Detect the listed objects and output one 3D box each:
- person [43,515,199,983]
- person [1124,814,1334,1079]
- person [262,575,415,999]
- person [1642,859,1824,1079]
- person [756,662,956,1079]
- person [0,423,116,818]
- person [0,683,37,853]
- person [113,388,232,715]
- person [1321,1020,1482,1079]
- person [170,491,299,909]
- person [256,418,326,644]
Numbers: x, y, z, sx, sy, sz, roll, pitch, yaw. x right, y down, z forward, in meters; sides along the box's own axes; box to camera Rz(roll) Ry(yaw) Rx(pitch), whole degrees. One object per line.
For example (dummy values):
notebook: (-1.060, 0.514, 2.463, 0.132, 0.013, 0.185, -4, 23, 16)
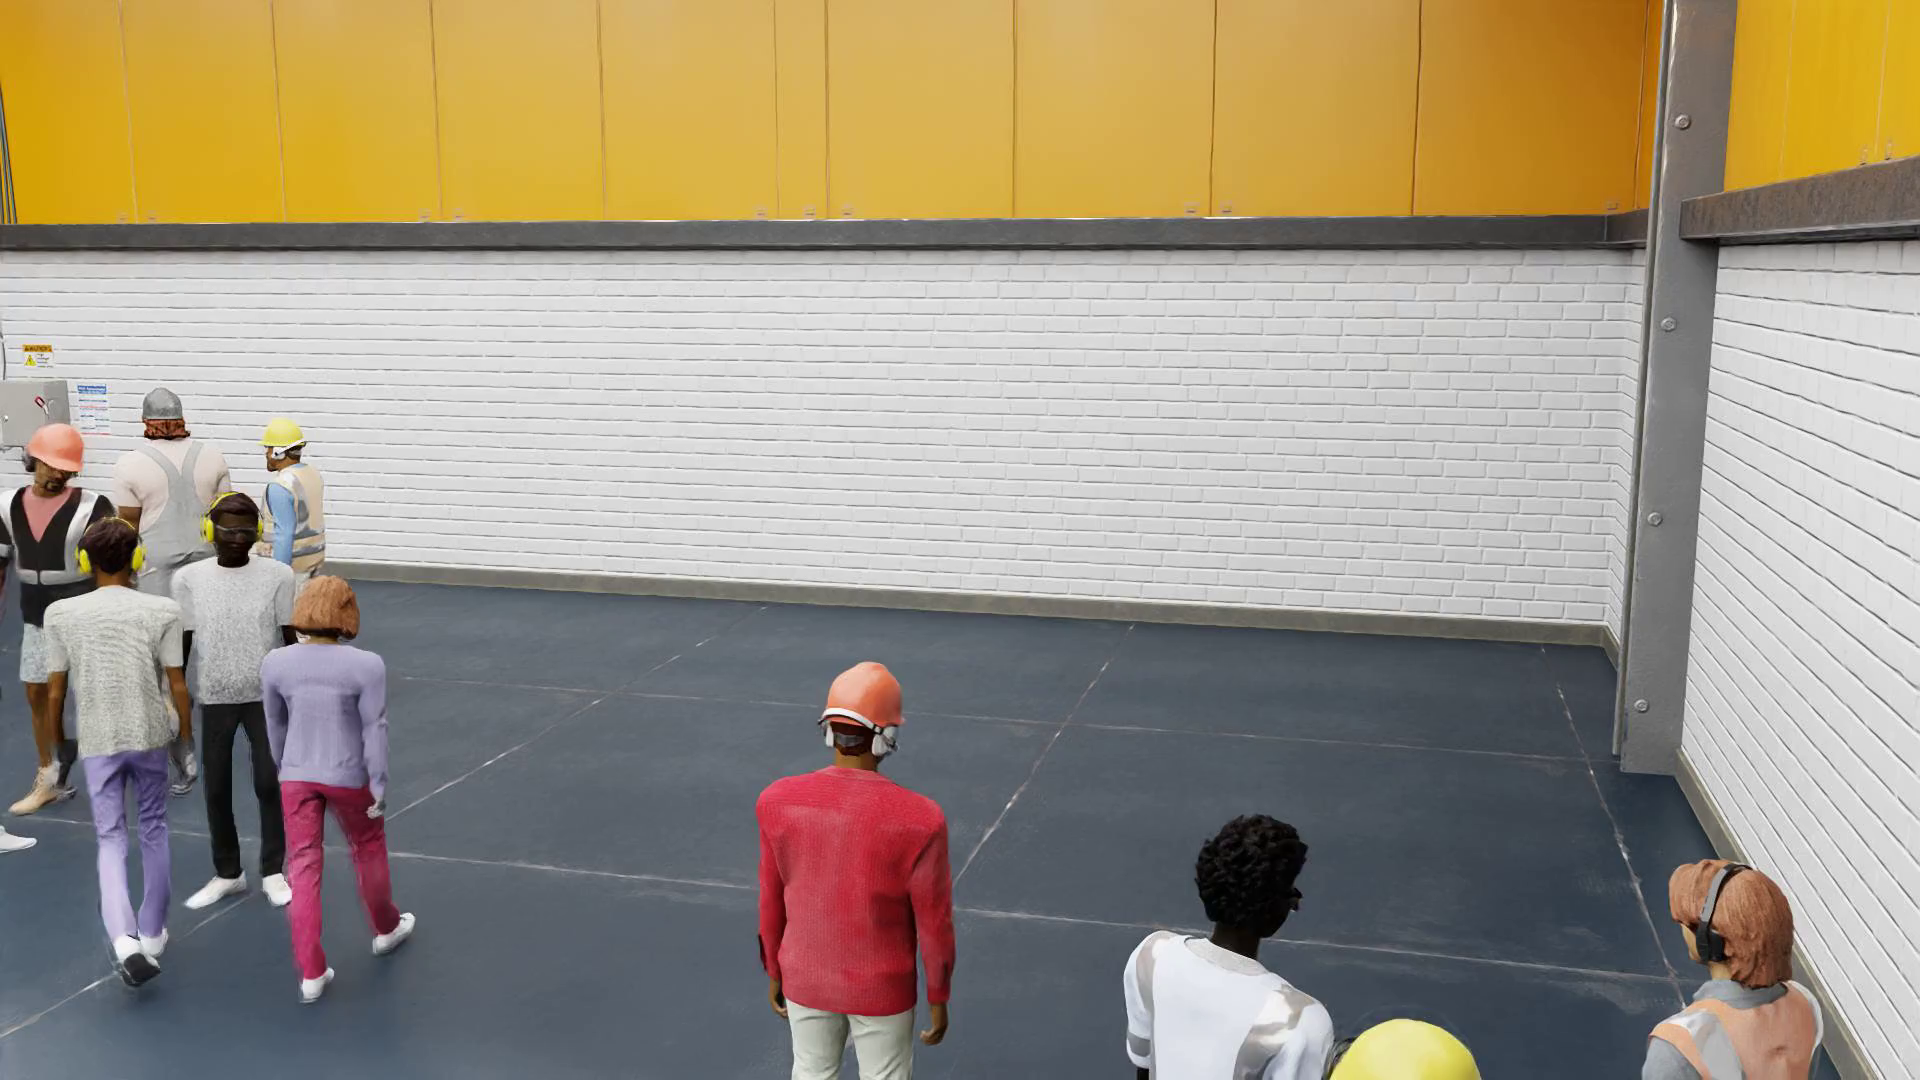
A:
person: (-3.281, 0.833, 6.505, 0.539, 1.839, 0.725, -5, 11, -26)
person: (0.567, 1.405, 3.546, 0.319, 1.686, 0.539, -9, 13, -41)
person: (-2.460, 0.927, 6.581, 0.511, 1.597, 0.782, 0, 10, 0)
person: (1.557, 1.454, 3.420, 0.509, 1.629, 0.315, -7, 12, -34)
person: (-0.282, 1.195, 4.623, 0.574, 1.740, 0.355, 3, 10, 17)
person: (-4.636, 0.388, 8.598, 0.766, 2.019, 0.617, 1, 10, 5)
person: (-4.714, 0.631, 7.927, 0.487, 1.746, 0.288, 7, 12, 36)
person: (-4.932, 0.063, 10.404, 0.676, 2.000, 0.536, -9, 13, -44)
person: (0.597, 1.544, 2.697, 0.572, 1.702, 0.942, 2, 10, 13)
person: (-3.140, 0.702, 7.224, 0.568, 1.853, 0.388, -3, 10, -18)
person: (-4.240, 0.141, 10.554, 0.404, 1.832, 0.598, 0, 10, -1)
